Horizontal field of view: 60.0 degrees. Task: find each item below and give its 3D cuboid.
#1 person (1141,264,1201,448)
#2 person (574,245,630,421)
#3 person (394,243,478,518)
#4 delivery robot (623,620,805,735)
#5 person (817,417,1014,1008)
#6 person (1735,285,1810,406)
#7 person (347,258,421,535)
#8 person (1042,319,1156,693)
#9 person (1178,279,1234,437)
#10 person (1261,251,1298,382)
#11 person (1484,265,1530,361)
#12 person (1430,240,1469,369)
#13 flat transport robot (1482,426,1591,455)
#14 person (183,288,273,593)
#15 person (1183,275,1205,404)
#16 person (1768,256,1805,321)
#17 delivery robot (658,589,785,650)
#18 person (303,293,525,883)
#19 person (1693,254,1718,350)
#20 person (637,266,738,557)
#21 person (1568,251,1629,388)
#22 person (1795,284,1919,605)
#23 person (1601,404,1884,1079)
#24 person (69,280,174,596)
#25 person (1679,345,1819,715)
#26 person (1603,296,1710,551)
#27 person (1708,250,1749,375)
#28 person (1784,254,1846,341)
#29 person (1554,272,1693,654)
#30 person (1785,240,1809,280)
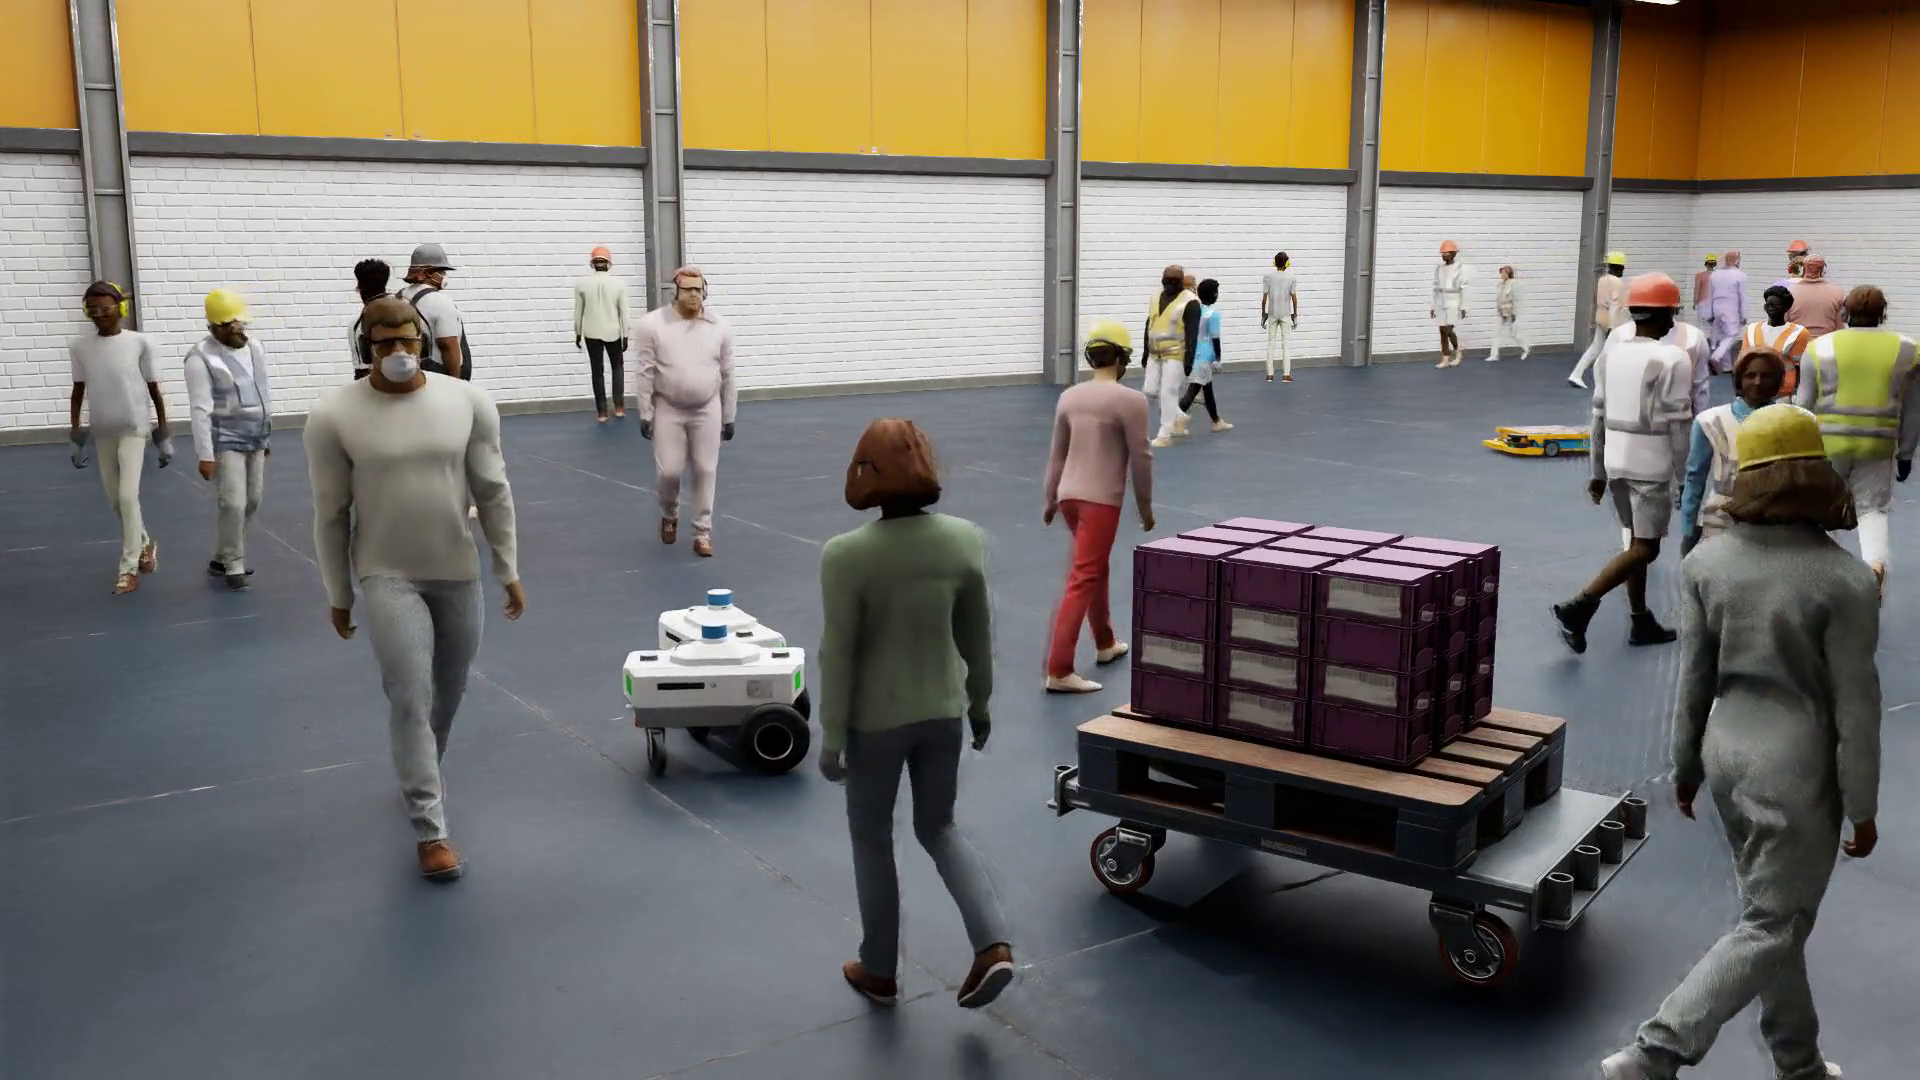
[{"bbox_3d":[2.100,-1.816,16.454,0.532,1.809,0.692,-8,13,-36],"label":"person"},{"bbox_3d":[-4.065,-2.346,18.913,0.624,1.975,0.622,-2,10,-9],"label":"person"},{"bbox_3d":[-3.881,-1.176,12.320,0.683,2.000,0.536,7,13,35],"label":"person"},{"bbox_3d":[-0.972,0.563,6.606,0.707,0.478,0.477,-1,10,-5],"label":"delivery robot"},{"bbox_3d":[-0.100,0.485,4.383,0.535,1.611,0.558,-7,13,-34],"label":"person"},{"bbox_3d":[6.435,-1.169,13.224,0.534,1.697,0.318,10,14,44],"label":"person"},{"bbox_3d":[-3.869,-0.947,11.354,0.821,1.940,0.614,6,12,31],"label":"person"},{"bbox_3d":[0.619,-0.174,7.789,0.812,1.693,0.550,-8,13,-38],"label":"person"},{"bbox_3d":[2.531,-1.906,17.412,0.902,1.641,0.532,-5,11,-25],"label":"person"},{"bbox_3d":[4.597,-3.211,23.947,0.530,1.869,0.311,4,11,19],"label":"person"},{"bbox_3d":[9.215,-3.795,27.859,0.783,1.605,0.519,-5,11,-25],"label":"person"},{"bbox_3d":[7.659,-3.685,26.111,0.440,2.025,0.631,-8,13,-36],"label":"person"},{"bbox_3d":[5.863,-0.972,16.058,1.431,0.197,0.652,-2,10,-9],"label":"flat transport robot"},{"bbox_3d":[-4.328,-0.584,9.794,0.614,1.788,0.651,3,11,15],"label":"person"},{"bbox_3d":[2.739,-2.478,20.637,0.696,1.608,0.508,-1,10,-6],"label":"person"},{"bbox_3d":[10.059,-2.497,20.093,0.570,1.843,0.372,7,12,33],"label":"person"},{"bbox_3d":[-1.036,0.456,7.190,0.477,0.478,0.707,-6,12,-30],"label":"delivery robot"},{"bbox_3d":[-1.864,0.112,5.664,0.657,1.908,0.952,-6,12,-30],"label":"person"},{"bbox_3d":[13.711,-4.353,30.492,0.522,1.768,0.312,1,10,7],"label":"person"},{"bbox_3d":[-1.775,-0.841,10.893,0.658,1.892,0.479,-3,11,-16],"label":"person"},{"bbox_3d":[8.833,-3.000,22.755,0.964,1.888,0.600,-1,10,-4],"label":"person"},{"bbox_3d":[4.938,-0.493,9.189,0.633,1.826,0.631,3,11,18],"label":"person"},{"bbox_3d":[1.800,0.545,3.824,0.788,1.700,0.506,-5,11,-25],"label":"person"},{"bbox_3d":[-5.010,-0.637,9.974,0.563,1.837,0.864,-1,10,-4],"label":"person"},{"bbox_3d":[3.313,-0.004,7.012,0.545,1.625,0.387,3,11,17],"label":"person"},{"bbox_3d":[4.324,-0.716,10.409,0.632,1.819,0.770,3,11,16],"label":"person"},{"bbox_3d":[11.561,-3.422,25.073,0.824,1.883,0.663,-5,11,-26],"label":"person"},{"bbox_3d":[8.193,-1.800,16.103,0.636,1.911,0.406,3,11,15],"label":"person"},{"bbox_3d":[3.318,-0.367,8.253,0.834,1.913,0.551,-4,11,-20],"label":"person"},{"bbox_3d":[13.428,-3.827,26.925,0.963,2.006,0.630,9,13,39],"label":"person"}]
